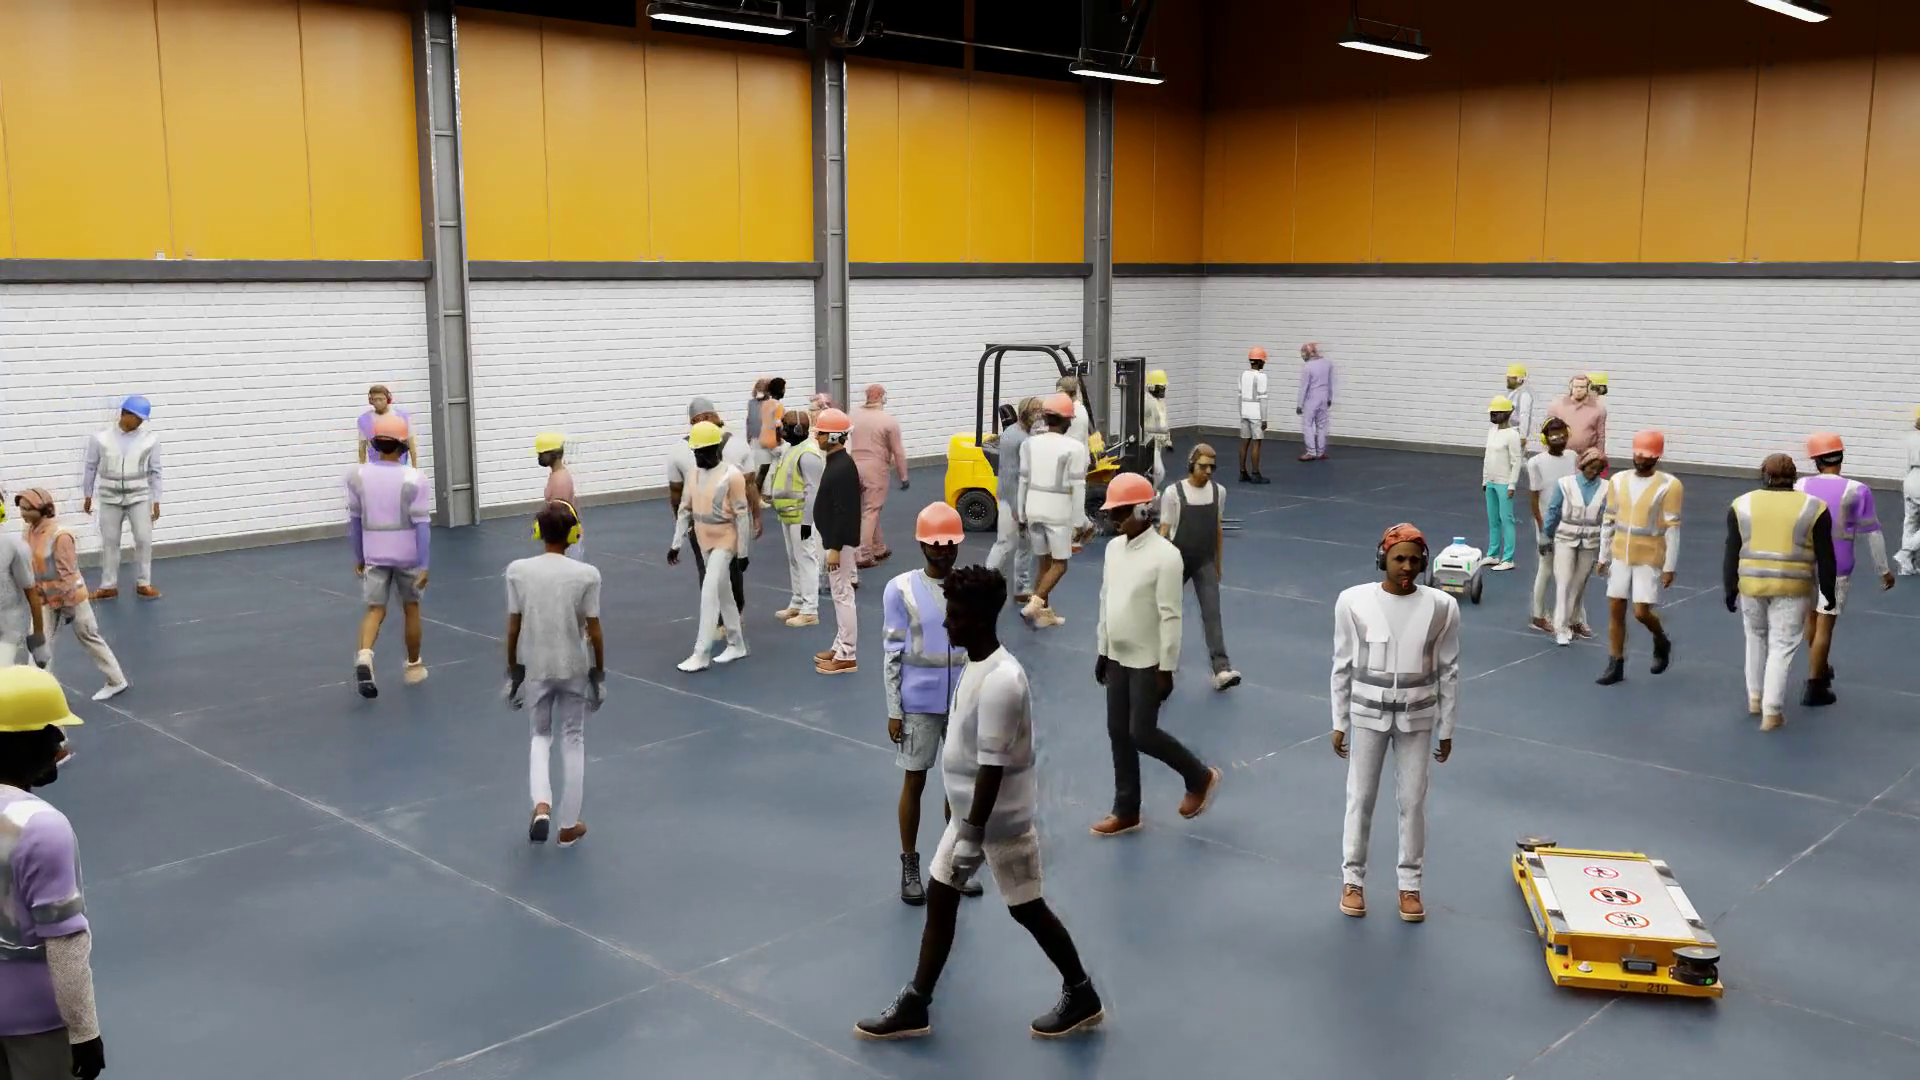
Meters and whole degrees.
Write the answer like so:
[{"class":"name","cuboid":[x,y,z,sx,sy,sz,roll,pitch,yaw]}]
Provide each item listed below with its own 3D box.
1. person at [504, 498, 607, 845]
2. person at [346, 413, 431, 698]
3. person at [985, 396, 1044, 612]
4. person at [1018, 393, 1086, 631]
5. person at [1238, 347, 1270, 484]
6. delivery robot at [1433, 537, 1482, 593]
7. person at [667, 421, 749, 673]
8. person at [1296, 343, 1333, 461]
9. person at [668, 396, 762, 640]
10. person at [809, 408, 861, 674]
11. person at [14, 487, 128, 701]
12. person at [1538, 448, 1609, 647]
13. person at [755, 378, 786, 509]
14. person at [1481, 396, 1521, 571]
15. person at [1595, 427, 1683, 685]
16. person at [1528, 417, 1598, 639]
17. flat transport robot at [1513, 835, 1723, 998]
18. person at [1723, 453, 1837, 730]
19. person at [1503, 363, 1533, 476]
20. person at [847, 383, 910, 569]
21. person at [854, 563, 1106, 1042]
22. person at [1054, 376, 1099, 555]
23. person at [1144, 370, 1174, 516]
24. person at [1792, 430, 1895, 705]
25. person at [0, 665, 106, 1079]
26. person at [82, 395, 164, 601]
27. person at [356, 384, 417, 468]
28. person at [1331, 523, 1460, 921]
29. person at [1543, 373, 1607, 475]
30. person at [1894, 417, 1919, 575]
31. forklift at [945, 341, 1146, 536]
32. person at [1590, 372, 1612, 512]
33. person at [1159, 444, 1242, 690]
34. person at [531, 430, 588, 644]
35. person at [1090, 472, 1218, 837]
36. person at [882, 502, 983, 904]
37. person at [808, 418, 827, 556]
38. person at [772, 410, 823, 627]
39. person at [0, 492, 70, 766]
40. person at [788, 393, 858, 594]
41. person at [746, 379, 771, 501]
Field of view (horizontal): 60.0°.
[{"class":"person","cuboid":[-2.118,0.705,8.702,0.541,1.843,0.441,0,9,-1]},{"class":"person","cuboid":[-4.056,0.112,11.820,0.612,2.024,0.857,0,9,0]},{"class":"person","cuboid":[0.460,-0.325,14.804,0.534,1.915,0.779,5,10,27]},{"class":"person","cuboid":[0.715,-0.203,13.761,0.647,2.013,0.722,7,11,35]},{"class":"person","cuboid":[4.171,-1.764,23.555,0.379,1.938,0.547,-5,11,-30]},{"class":"delivery robot","cuboid":[4.596,0.217,15.351,0.477,0.478,0.707,4,10,25]},{"class":"person","cuboid":[-1.941,0.048,12.591,0.872,1.886,0.593,-9,13,-44]},{"class":"person","cuboid":[5.622,-2.188,26.388,0.728,1.873,0.395,-7,11,-35]},{"class":"person","cuboid":[-2.055,-0.236,13.870,0.731,2.000,0.930,-2,9,-12]},{"class":"person","cuboid":[-0.933,0.005,12.529,0.379,1.996,0.610,-1,9,-4]},{"class":"person","cuboid":[-6.152,0.399,11.408,0.508,1.576,0.880,4,10,23]},{"class":"person","cuboid":[4.971,0.062,13.360,0.568,1.596,0.759,1,9,6]},{"class":"person","cuboid":[-2.268,-1.220,21.045,0.837,1.652,0.547,-6,11,-33]},{"class":"person","cuboid":[5.431,-0.574,16.782,0.321,1.767,0.533,-2,10,-14]},{"class":"person","cuboid":[4.971,0.115,12.122,0.562,1.914,0.572,-7,12,-38]},{"class":"person","cuboid":[4.925,-0.091,13.622,0.554,1.826,0.802,-3,10,-18]},{"class":"flat transport robot","cuboid":[2.946,1.677,7.554,0.652,0.197,1.431,2,9,11]},{"class":"person","cuboid":[5.501,0.324,11.145,0.647,1.805,0.794,8,12,39]},{"class":"person","cuboid":[7.428,-1.442,22.001,0.699,1.813,0.588,-1,9,-5]},{"class":"person","cuboid":[-0.830,-0.666,17.040,0.661,1.860,0.877,6,11,34]},{"class":"person","cuboid":[0.125,1.038,6.455,0.997,1.917,0.626,-2,9,-12]},{"class":"person","cuboid":[1.191,-0.776,17.549,0.476,1.918,0.646,-1,9,-8]},{"class":"person","cuboid":[2.361,-1.181,20.356,0.427,1.810,0.615,4,10,24]},{"class":"person","cuboid":[6.199,0.184,11.735,0.919,1.886,0.668,-8,12,-41]},{"class":"person","cuboid":[-2.658,1.306,4.772,0.594,1.922,0.385,5,11,29]},{"class":"person","cuboid":[-7.671,-0.365,15.139,0.772,1.901,0.402,-4,10,-22]},{"class":"person","cuboid":[-6.138,-0.783,17.891,0.611,1.818,0.559,-2,9,-9]},{"class":"person","cuboid":[2.016,0.848,7.750,0.574,1.876,0.340,2,9,12]},{"class":"person","cuboid":[6.968,-0.966,18.868,0.652,1.878,0.874,5,10,26]},{"class":"person","cuboid":[9.460,-0.491,16.375,0.399,1.733,0.487,-1,9,-6]},{"class":"forklift","cuboid":[0.977,-1.223,19.452,2.313,2.155,1.214,2,9,11]},{"class":"person","cuboid":[7.934,-1.212,20.707,0.449,1.751,0.546,2,9,12]},{"class":"person","cuboid":[1.708,0.186,12.095,0.561,1.765,1.060,-2,10,-14]},{"class":"person","cuboid":[-3.201,-0.008,13.338,0.399,1.745,0.551,-3,10,-19]},{"class":"person","cuboid":[1.009,0.612,8.916,0.612,1.969,0.628,-5,11,-30]},{"class":"person","cuboid":[-0.094,0.775,7.990,0.545,1.938,0.361,-3,10,-20]},{"class":"person","cuboid":[-1.463,-0.641,17.717,0.522,1.647,0.536,3,10,16]},{"class":"person","cuboid":[-1.388,-0.190,14.196,0.429,1.842,0.634,-4,10,-21]},{"class":"person","cuboid":[-5.579,0.569,9.638,0.517,1.823,0.994,3,10,19]},{"class":"person","cuboid":[-1.327,-0.427,15.541,0.833,1.870,0.682,-3,10,-18]},{"class":"person","cuboid":[-2.583,-1.294,21.689,0.518,1.609,0.331,6,11,31]}]
